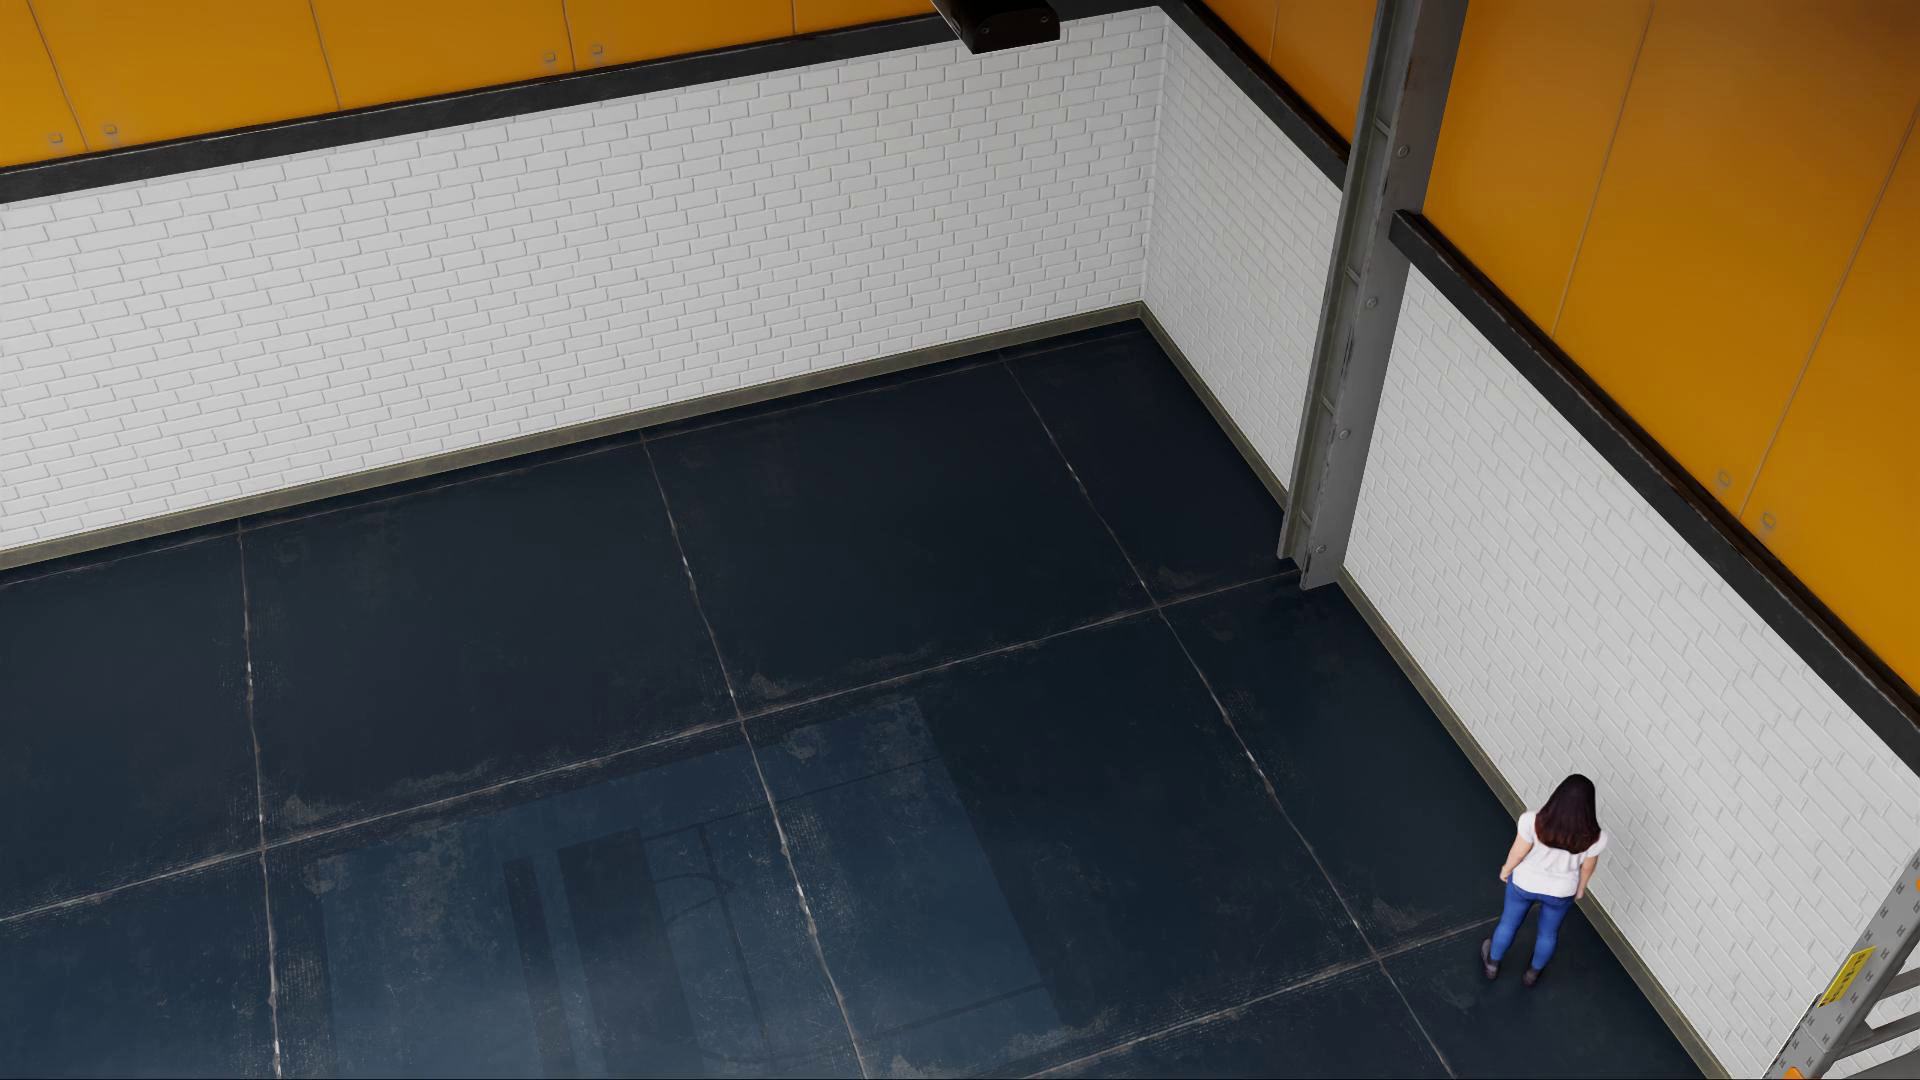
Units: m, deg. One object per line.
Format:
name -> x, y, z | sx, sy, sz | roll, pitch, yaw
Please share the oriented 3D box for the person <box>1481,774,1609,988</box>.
person -> 3.136, 1.860, 8.949 | 0.683, 1.684, 0.719 | 13, 45, 13
